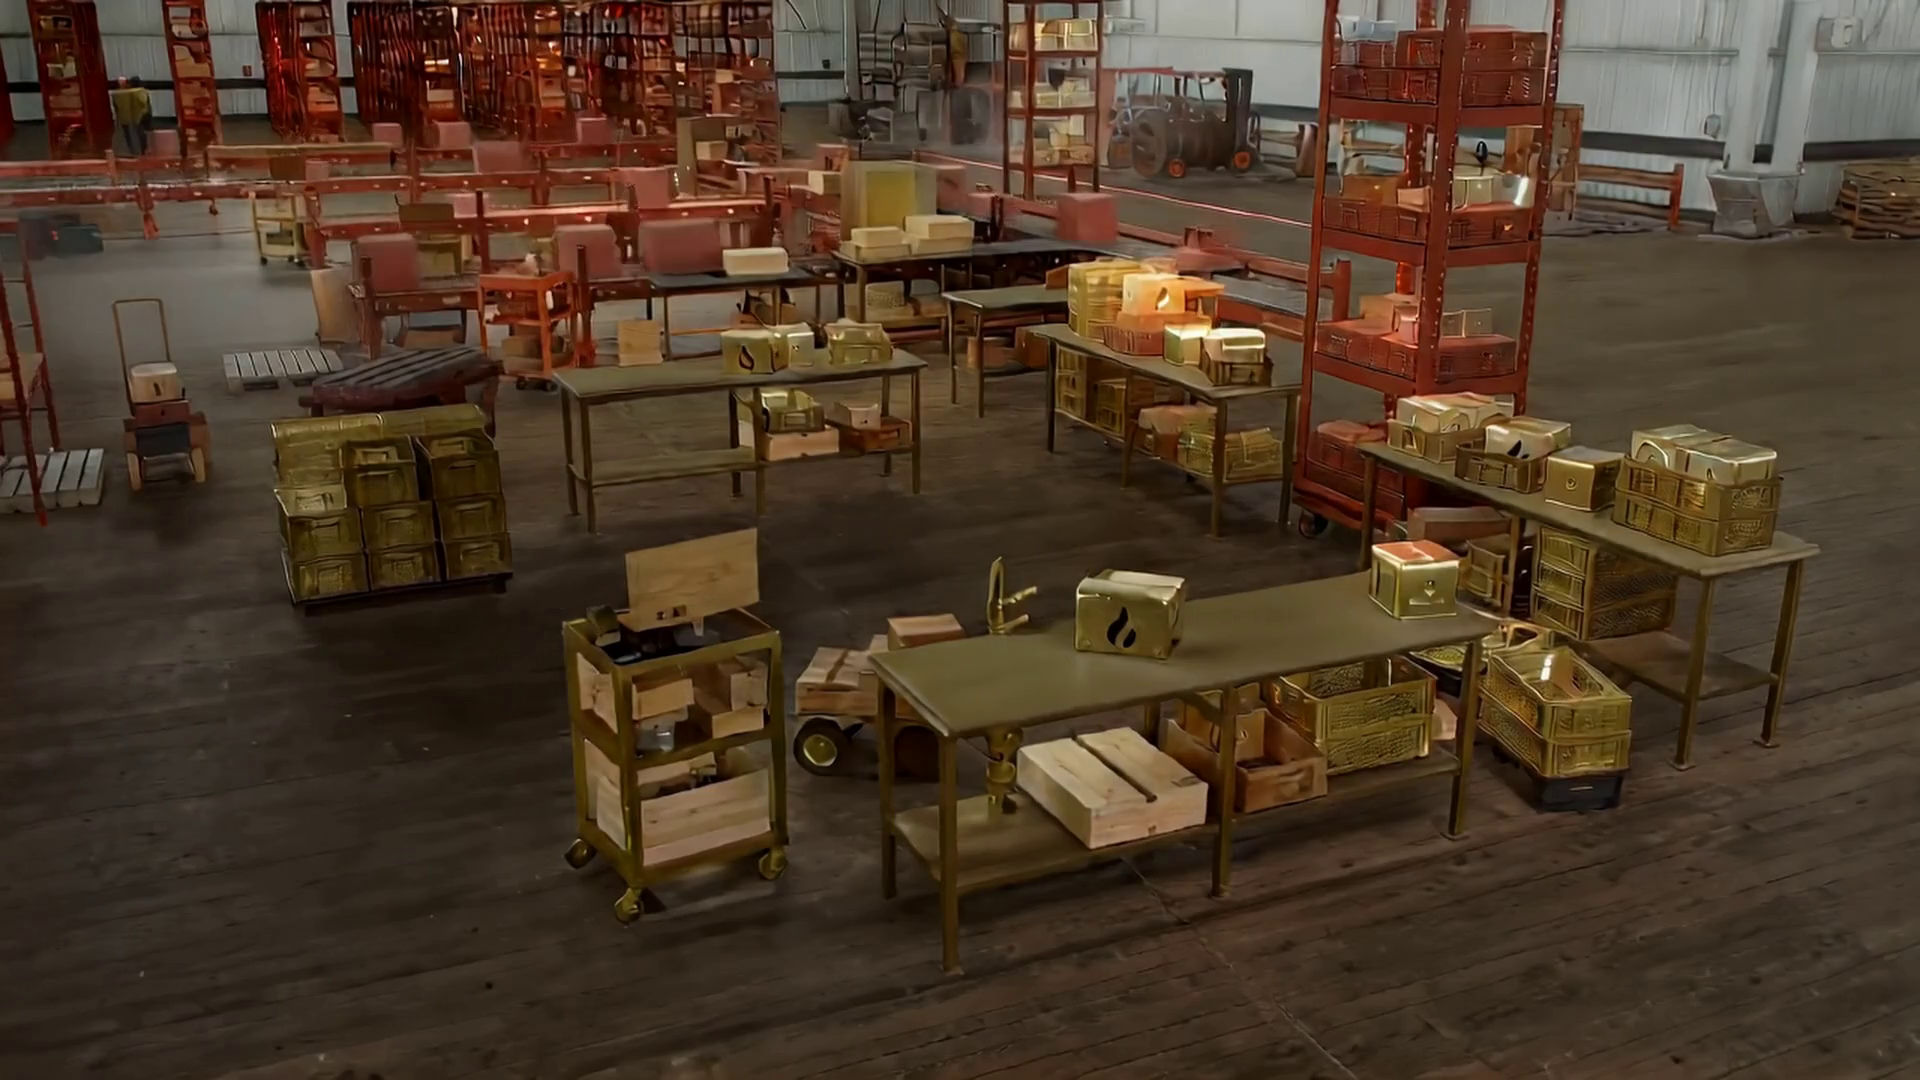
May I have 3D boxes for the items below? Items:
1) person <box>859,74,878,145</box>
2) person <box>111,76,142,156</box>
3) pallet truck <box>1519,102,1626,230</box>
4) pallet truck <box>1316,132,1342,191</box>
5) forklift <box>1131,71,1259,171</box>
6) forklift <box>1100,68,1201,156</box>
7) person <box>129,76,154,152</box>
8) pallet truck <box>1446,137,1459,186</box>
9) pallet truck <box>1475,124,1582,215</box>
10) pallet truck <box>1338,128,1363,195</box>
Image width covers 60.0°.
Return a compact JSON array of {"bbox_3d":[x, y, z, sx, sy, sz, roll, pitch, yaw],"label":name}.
[{"bbox_3d":[-2.356,-11.263,43.535,0.588,1.822,0.403,13,22,35],"label":"person"},{"bbox_3d":[-19.300,-9.754,38.569,0.622,1.958,0.979,-9,20,-26],"label":"person"},{"bbox_3d":[9.972,-6.037,26.785,1.885,1.965,0.823,-9,20,-25],"label":"pallet truck"},{"bbox_3d":[7.723,-7.504,32.656,1.601,1.201,0.680,-8,19,-23],"label":"pallet truck"},{"bbox_3d":[4.998,-8.936,35.413,2.680,1.987,1.157,-9,20,-25],"label":"forklift"},{"bbox_3d":[4.082,-9.564,37.410,2.680,1.987,1.157,-8,19,-23],"label":"forklift"},{"bbox_3d":[-20.341,-10.583,41.359,0.374,1.840,0.569,10,20,29],"label":"person"},{"bbox_3d":[9.184,-6.485,29.328,1.630,1.274,0.653,-8,19,-23],"label":"pallet truck"},{"bbox_3d":[9.707,-6.455,28.103,1.885,1.965,0.823,-7,19,-20],"label":"pallet truck"},{"bbox_3d":[7.845,-7.140,31.411,1.522,1.261,0.704,-9,20,-25],"label":"pallet truck"}]
